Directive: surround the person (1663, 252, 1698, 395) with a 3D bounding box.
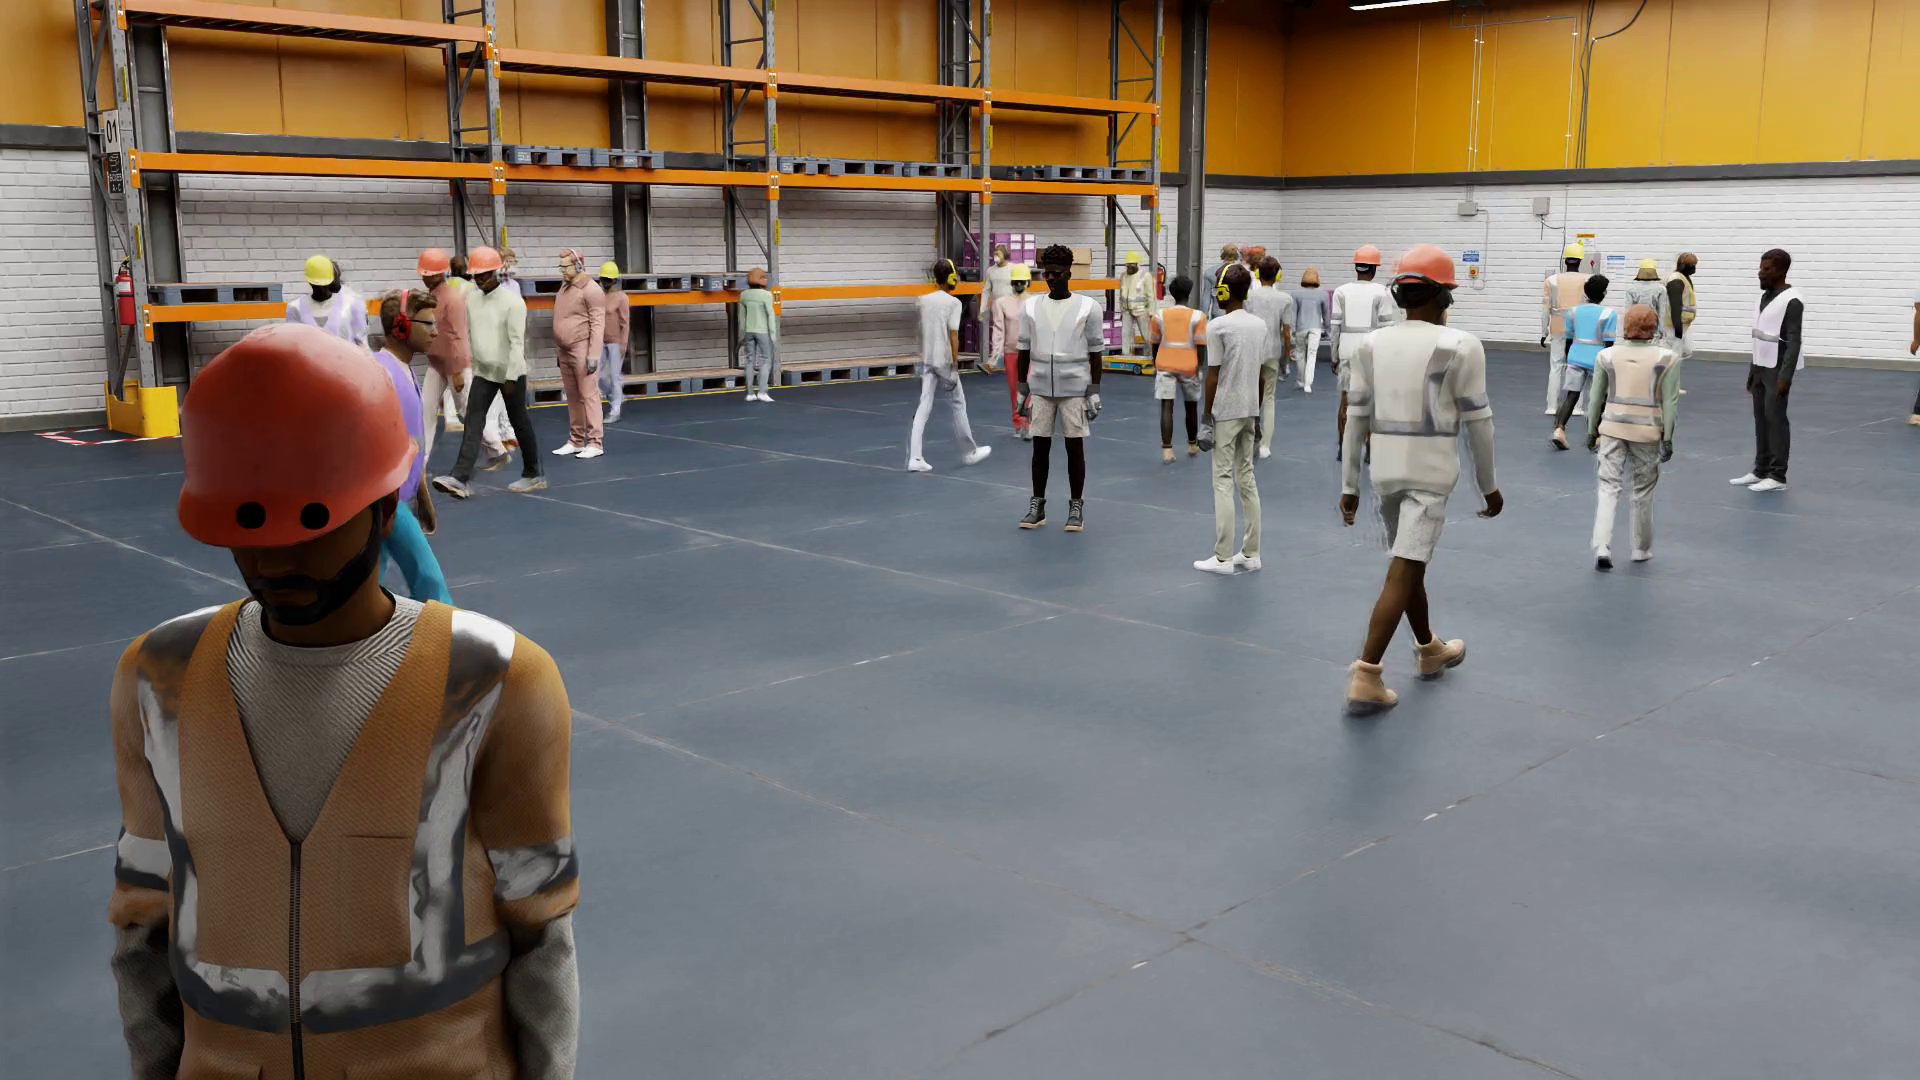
[{"bbox_3d":[9.096,-2.732,21.099,0.447,1.814,0.641,7,13,34],"label":"person"}]

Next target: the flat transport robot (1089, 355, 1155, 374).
[{"bbox_3d":[2.567,-2.594,24.516,0.652,0.197,1.431,-10,14,-44],"label":"flat transport robot"}]

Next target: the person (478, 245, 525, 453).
[{"bbox_3d":[-4.280,-1.776,15.555,0.382,1.932,0.623,2,11,12],"label":"person"}]

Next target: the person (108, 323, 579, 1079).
[{"bbox_3d":[-0.723,0.711,1.976,0.542,1.929,0.369,0,10,-2],"label":"person"}]

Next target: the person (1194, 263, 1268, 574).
[{"bbox_3d":[1.637,-0.723,9.999,0.497,1.861,0.328,-9,14,-40],"label":"person"}]

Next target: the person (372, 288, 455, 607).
[{"bbox_3d":[-2.316,-0.155,7.058,0.999,1.786,0.585,-2,11,-13],"label":"person"}]

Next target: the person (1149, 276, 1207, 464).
[{"bbox_3d":[1.975,-1.542,14.978,0.538,1.647,0.857,3,11,16],"label":"person"}]

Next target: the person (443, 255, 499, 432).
[{"bbox_3d":[-5.094,-2.041,17.294,0.641,1.809,0.816,7,13,34],"label":"person"}]

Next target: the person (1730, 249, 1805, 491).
[{"bbox_3d":[6.472,-1.344,13.234,0.394,1.915,0.594,0,10,1],"label":"person"}]

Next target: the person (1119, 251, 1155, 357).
[{"bbox_3d":[2.760,-3.534,25.529,0.622,1.807,0.730,9,14,40],"label":"person"}]

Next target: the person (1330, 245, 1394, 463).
[{"bbox_3d":[3.592,-1.658,14.866,0.551,1.935,0.375,5,12,27],"label":"person"}]

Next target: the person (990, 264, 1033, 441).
[{"bbox_3d":[0.578,-1.835,16.385,0.538,1.740,0.772,2,11,13],"label":"person"}]

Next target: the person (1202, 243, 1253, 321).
[{"bbox_3d":[3.461,-2.867,21.492,0.661,1.921,0.521,2,11,11],"label":"person"}]

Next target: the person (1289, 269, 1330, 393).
[{"bbox_3d":[4.542,-2.724,21.621,0.524,1.580,0.864,2,11,13],"label":"person"}]

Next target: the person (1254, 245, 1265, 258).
[{"bbox_3d":[4.680,-3.762,26.551,0.589,1.862,0.698,-7,13,-34],"label":"person"}]

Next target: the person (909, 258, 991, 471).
[{"bbox_3d":[-0.138,-1.518,14.423,0.536,1.817,0.981,9,13,39],"label":"person"}]

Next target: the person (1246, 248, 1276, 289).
[{"bbox_3d":[4.190,-3.214,23.615,0.595,1.830,0.982,0,10,1],"label":"person"}]

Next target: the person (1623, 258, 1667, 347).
[{"bbox_3d":[8.508,-2.625,20.691,0.484,1.736,0.308,4,11,21],"label":"person"}]

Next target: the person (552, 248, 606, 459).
[{"bbox_3d":[-3.504,-1.698,15.186,0.406,1.903,0.637,-10,14,-43],"label":"person"}]

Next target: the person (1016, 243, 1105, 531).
[{"bbox_3d":[0.674,-1.038,11.404,0.613,1.963,0.362,3,11,18],"label":"person"}]

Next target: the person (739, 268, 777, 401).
[{"bbox_3d":[-2.469,-2.501,20.332,0.577,1.622,0.308,6,12,29],"label":"person"}]

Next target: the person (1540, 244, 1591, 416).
[{"bbox_3d":[6.822,-2.346,18.646,0.594,1.925,0.369,4,11,19],"label":"person"}]

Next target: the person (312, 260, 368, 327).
[{"bbox_3d":[-5.323,-1.475,14.205,0.641,1.814,0.487,4,11,20],"label":"person"}]

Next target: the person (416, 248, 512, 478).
[{"bbox_3d":[-4.253,-1.474,13.934,0.675,1.928,1.019,10,14,43],"label":"person"}]

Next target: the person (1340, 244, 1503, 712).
[{"bbox_3d":[1.986,-0.277,7.232,1.066,1.990,0.614,-9,13,-39],"label":"person"}]

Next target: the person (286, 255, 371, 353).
[{"bbox_3d":[-4.982,-1.301,13.133,0.601,1.854,0.960,-1,10,-3],"label":"person"}]

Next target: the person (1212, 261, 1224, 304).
[{"bbox_3d":[4.554,-3.986,28.393,0.507,1.631,0.265,0,10,3],"label":"person"}]

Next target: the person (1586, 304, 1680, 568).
[{"bbox_3d":[4.083,-0.620,10.149,0.531,1.624,0.716,7,12,32],"label":"person"}]

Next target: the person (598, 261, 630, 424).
[{"bbox_3d":[-3.765,-2.111,17.842,0.557,1.742,0.378,6,12,30],"label":"person"}]

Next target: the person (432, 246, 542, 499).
[{"bbox_3d":[-3.610,-1.276,12.788,0.628,1.926,1.058,5,12,27],"label":"person"}]

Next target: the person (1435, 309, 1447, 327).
[{"bbox_3d":[5.359,-2.339,18.892,0.549,1.814,0.809,-2,11,-12],"label":"person"}]

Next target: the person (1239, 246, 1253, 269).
[{"bbox_3d":[4.204,-3.388,24.521,0.666,1.864,0.982,-1,10,-8],"label":"person"}]

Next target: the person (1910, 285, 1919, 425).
[{"bbox_3d":[10.330,-2.146,17.246,0.703,2.000,1.031,-3,11,-18],"label":"person"}]

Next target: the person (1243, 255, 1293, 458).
[{"bbox_3d":[2.723,-1.632,14.975,0.526,1.848,0.674,1,10,5],"label":"person"}]

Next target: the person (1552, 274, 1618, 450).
[{"bbox_3d":[5.919,-1.677,15.718,0.831,1.660,0.533,-9,14,-41],"label":"person"}]

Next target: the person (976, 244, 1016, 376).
[{"bbox_3d":[0.557,-3.303,23.971,0.648,1.879,1.058,10,14,43],"label":"person"}]
